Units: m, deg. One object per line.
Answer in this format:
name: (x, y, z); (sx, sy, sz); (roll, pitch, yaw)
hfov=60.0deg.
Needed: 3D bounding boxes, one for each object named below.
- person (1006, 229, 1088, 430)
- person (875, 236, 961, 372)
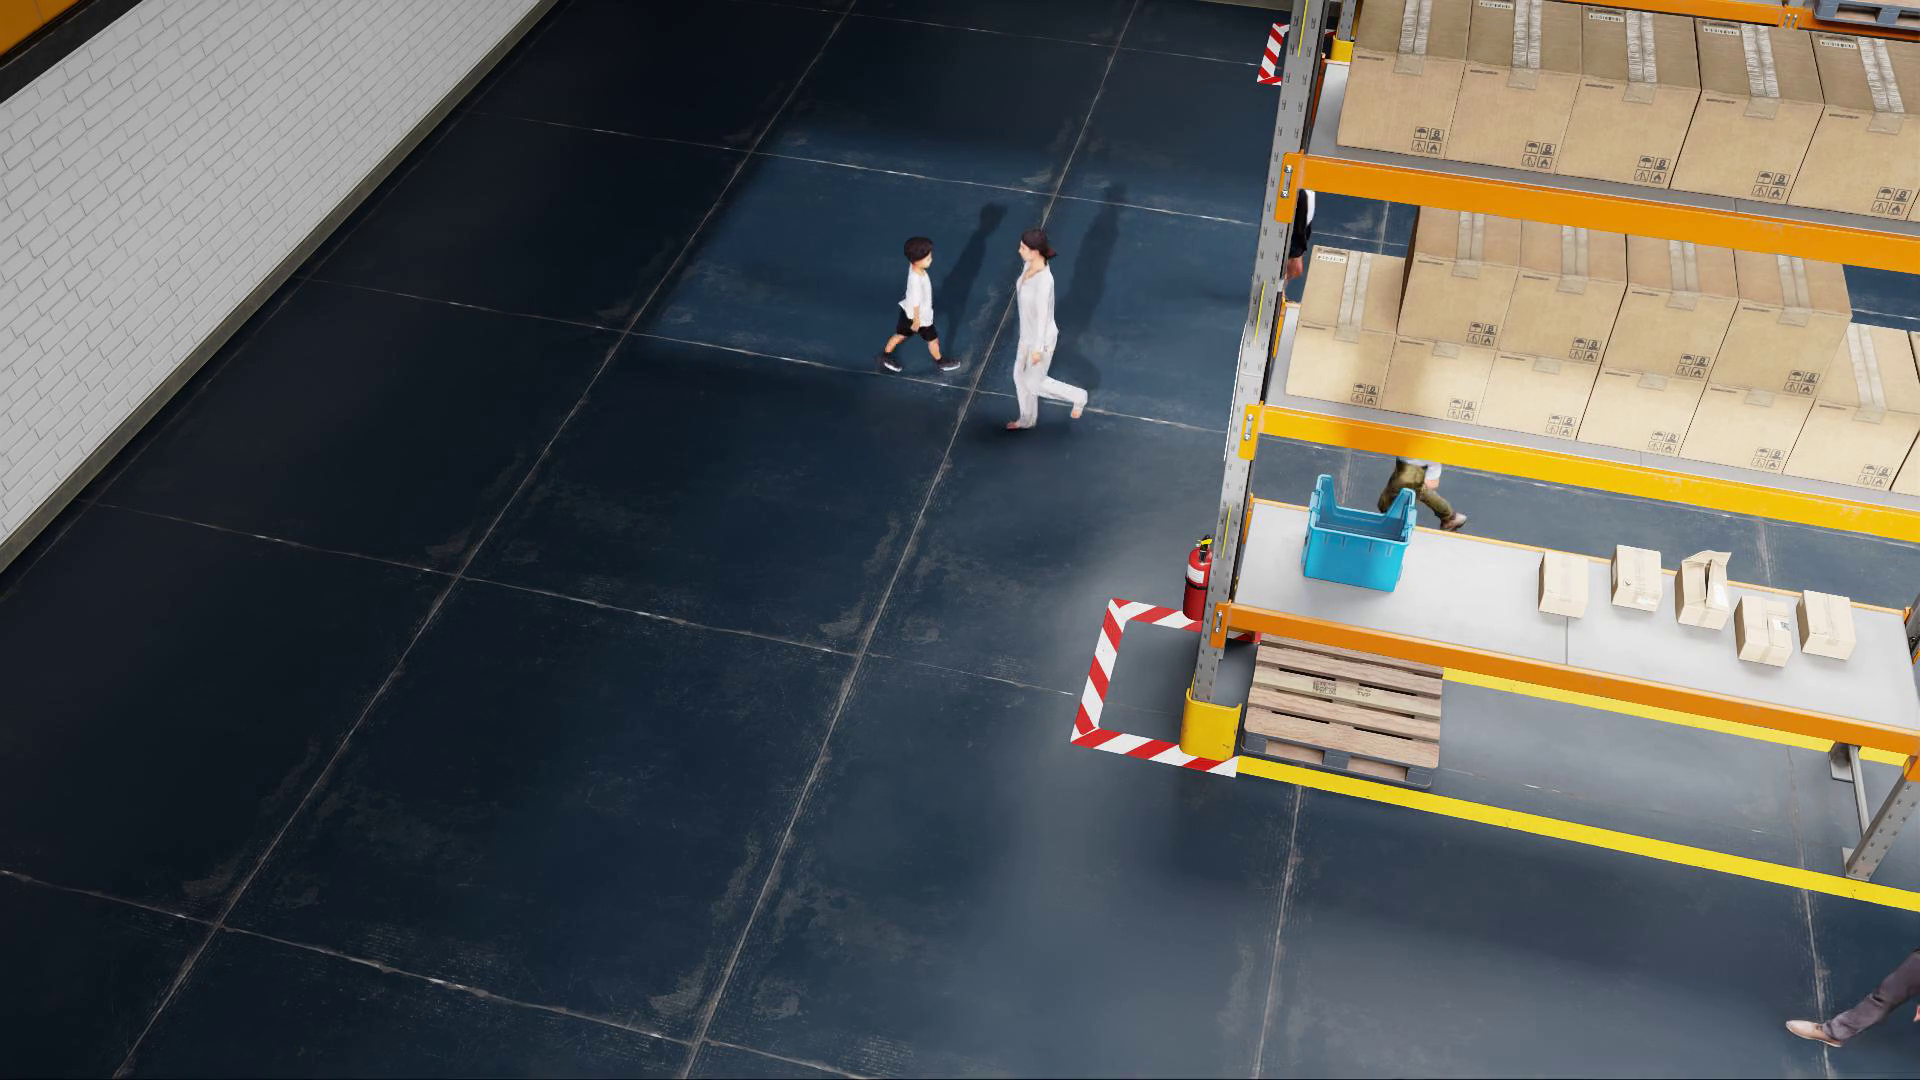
person: (0.658, -1.548, 12.445); (0.970, 1.755, 0.842); (-12, 45, -12)
person: (-0.412, -1.832, 13.117); (0.965, 1.238, 0.715); (-5, 44, -5)
